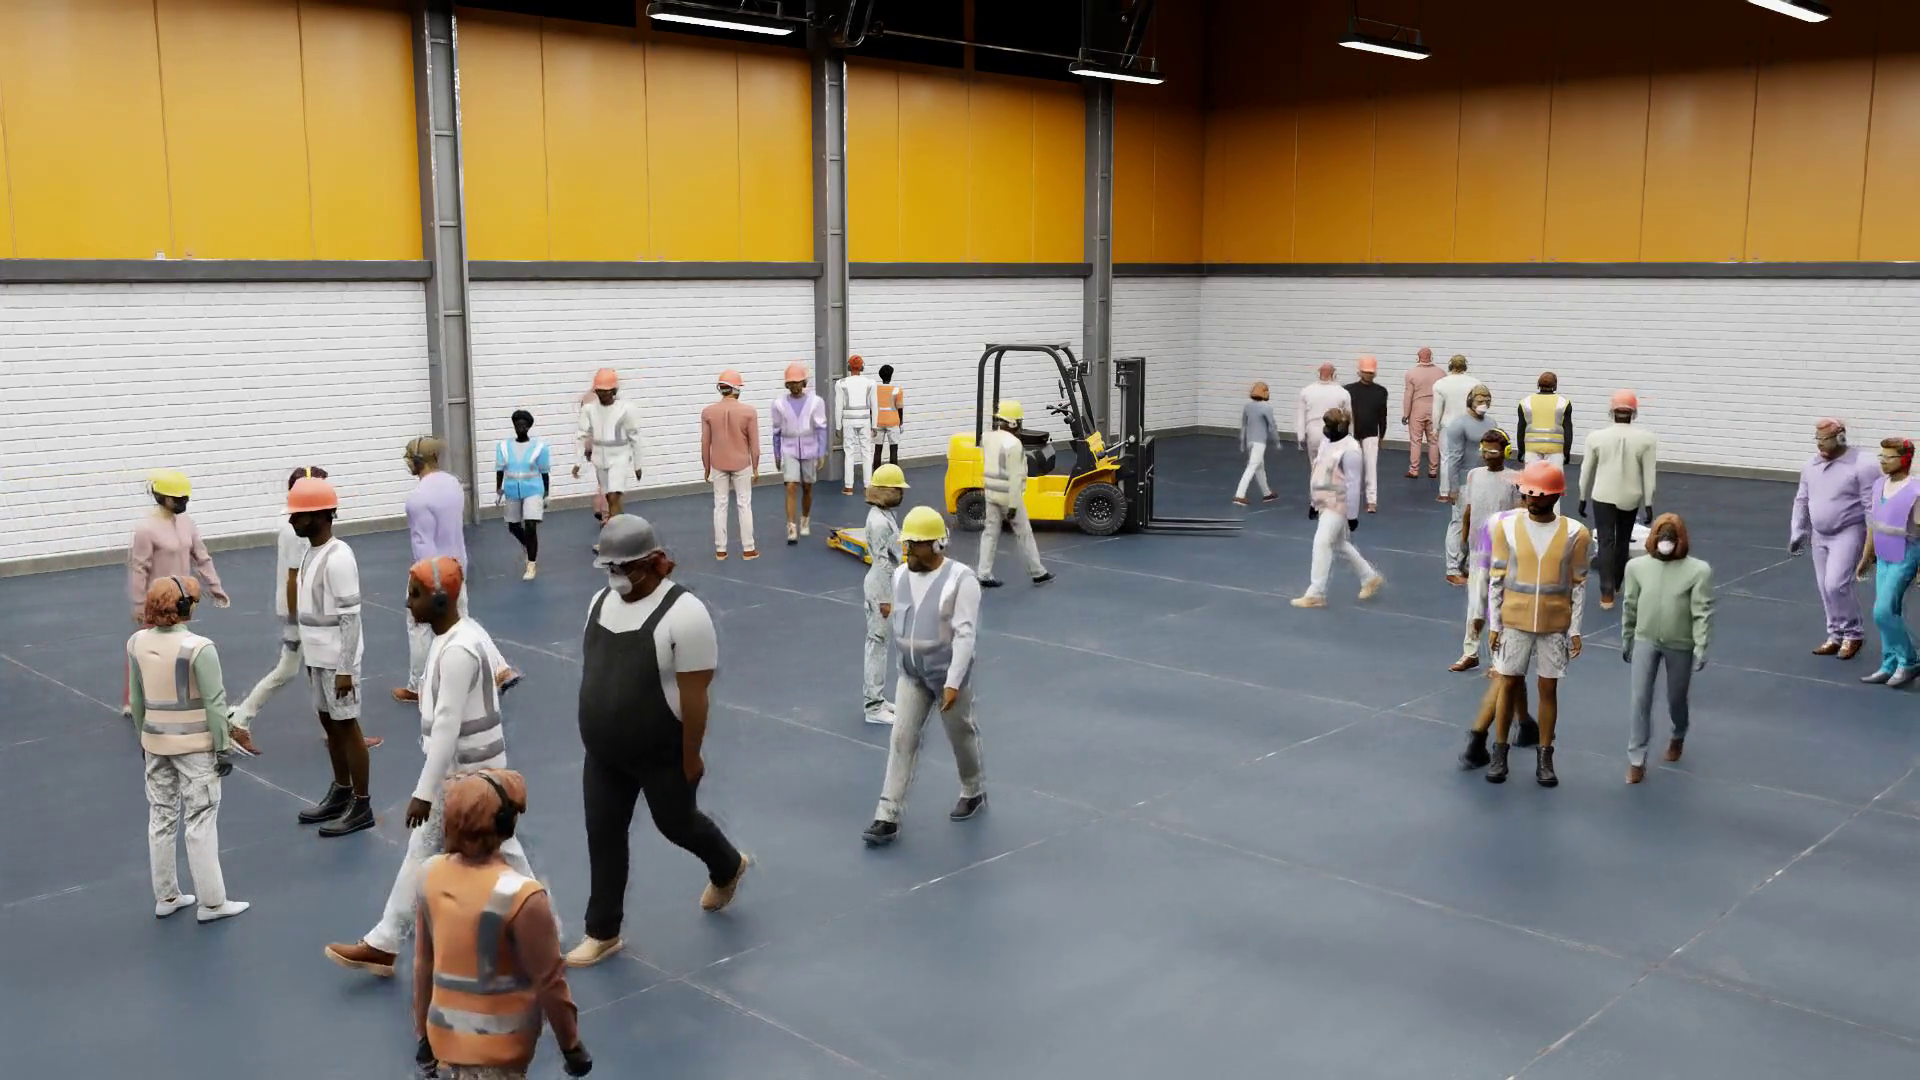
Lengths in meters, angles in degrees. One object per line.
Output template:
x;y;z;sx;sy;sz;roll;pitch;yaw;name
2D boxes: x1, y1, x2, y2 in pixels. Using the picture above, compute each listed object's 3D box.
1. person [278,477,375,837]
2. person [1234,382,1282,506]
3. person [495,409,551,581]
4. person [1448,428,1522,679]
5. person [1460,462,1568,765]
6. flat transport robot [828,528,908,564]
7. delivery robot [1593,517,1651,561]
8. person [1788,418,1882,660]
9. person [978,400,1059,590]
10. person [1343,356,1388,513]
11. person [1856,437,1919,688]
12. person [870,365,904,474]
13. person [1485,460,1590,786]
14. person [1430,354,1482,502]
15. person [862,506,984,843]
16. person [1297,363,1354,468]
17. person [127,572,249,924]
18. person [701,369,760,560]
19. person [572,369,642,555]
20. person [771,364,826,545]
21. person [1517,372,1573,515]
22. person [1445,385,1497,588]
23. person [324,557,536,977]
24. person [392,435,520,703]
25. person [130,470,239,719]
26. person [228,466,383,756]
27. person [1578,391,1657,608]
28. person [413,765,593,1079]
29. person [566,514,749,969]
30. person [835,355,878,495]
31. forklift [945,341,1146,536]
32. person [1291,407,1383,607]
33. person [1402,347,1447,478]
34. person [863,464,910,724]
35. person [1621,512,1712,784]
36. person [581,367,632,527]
-3.403;0.623;8.922;0.378;1.936;0.548;-7;12;-37;person
3.832;-1.240;21.435;0.867;1.589;0.513;-5;11;-30;person
-4.288;-0.473;16.435;0.533;1.675;0.696;0;9;3;person
3.940;0.094;12.393;0.329;1.865;0.507;-9;13;-44;person
3.427;0.441;10.260;1.004;1.876;0.575;-7;12;-37;person
-0.852;0.043;17.572;0.652;0.197;1.431;-4;10;-24;flat transport robot
6.706;0.014;16.595;0.707;0.478;0.477;-1;9;-3;delivery robot
6.827;-0.011;12.997;0.489;1.879;0.671;-3;10;-18;person
0.534;-0.425;15.786;0.866;1.796;0.596;-6;11;-32;person
5.072;-1.343;20.980;0.622;1.947;0.996;1;9;7;person
6.772;0.167;12.025;0.440;1.831;0.566;0;9;1;person
-1.041;-1.628;23.489;0.529;1.690;0.321;3;10;18;person
3.383;0.487;9.766;0.547;1.934;0.376;3;10;18;person
6.426;-1.426;21.554;0.644;1.947;0.491;1;9;4;person
-0.158;0.703;8.919;0.589;1.785;0.919;6;11;32;person
4.625;-1.302;20.983;0.667;1.850;1.014;4;10;24;person
-3.606;0.968;7.717;0.523;1.640;0.306;3;10;19;person
-2.384;-0.776;17.331;0.612;1.991;0.391;1;9;3;person
-3.733;-0.806;17.554;0.616;1.973;1.085;3;10;16;person
-1.798;-0.971;18.566;0.611;1.991;1.036;-1;9;-5;person
6.826;-1.043;19.429;0.622;1.845;0.429;5;10;26;person
4.903;-0.520;15.931;0.635;1.936;0.353;-6;11;-35;person
-2.186;0.988;6.998;0.986;1.832;0.599;-4;10;-24;person
-3.533;0.221;11.515;0.878;1.914;0.641;2;10;15;person
-5.197;0.383;11.063;0.921;1.701;0.544;2;9;10;person
-4.183;0.446;10.380;0.920;1.824;0.531;-4;10;-23;person
5.950;-0.384;15.096;0.637;1.940;1.014;3;10;17;person
-1.307;1.445;4.850;0.512;1.611;0.775;7;11;36;person
-1.356;0.812;7.444;0.684;2.000;0.938;5;11;30;person
-1.393;-1.542;22.356;0.584;1.882;0.345;-2;10;-13;person
0.977;-1.223;19.452;2.313;2.155;1.214;2;9;11;forklift
3.435;-0.301;14.988;0.868;1.811;0.623;-1;9;-7;person
6.718;-1.837;24.122;0.636;1.902;0.406;-1;9;-6;person
-0.496;0.353;11.178;0.325;1.740;0.493;0;9;-2;person
4.245;0.616;10.003;0.506;1.605;0.804;6;11;31;person
-4.120;-1.089;19.565;0.670;1.887;0.449;7;12;37;person
